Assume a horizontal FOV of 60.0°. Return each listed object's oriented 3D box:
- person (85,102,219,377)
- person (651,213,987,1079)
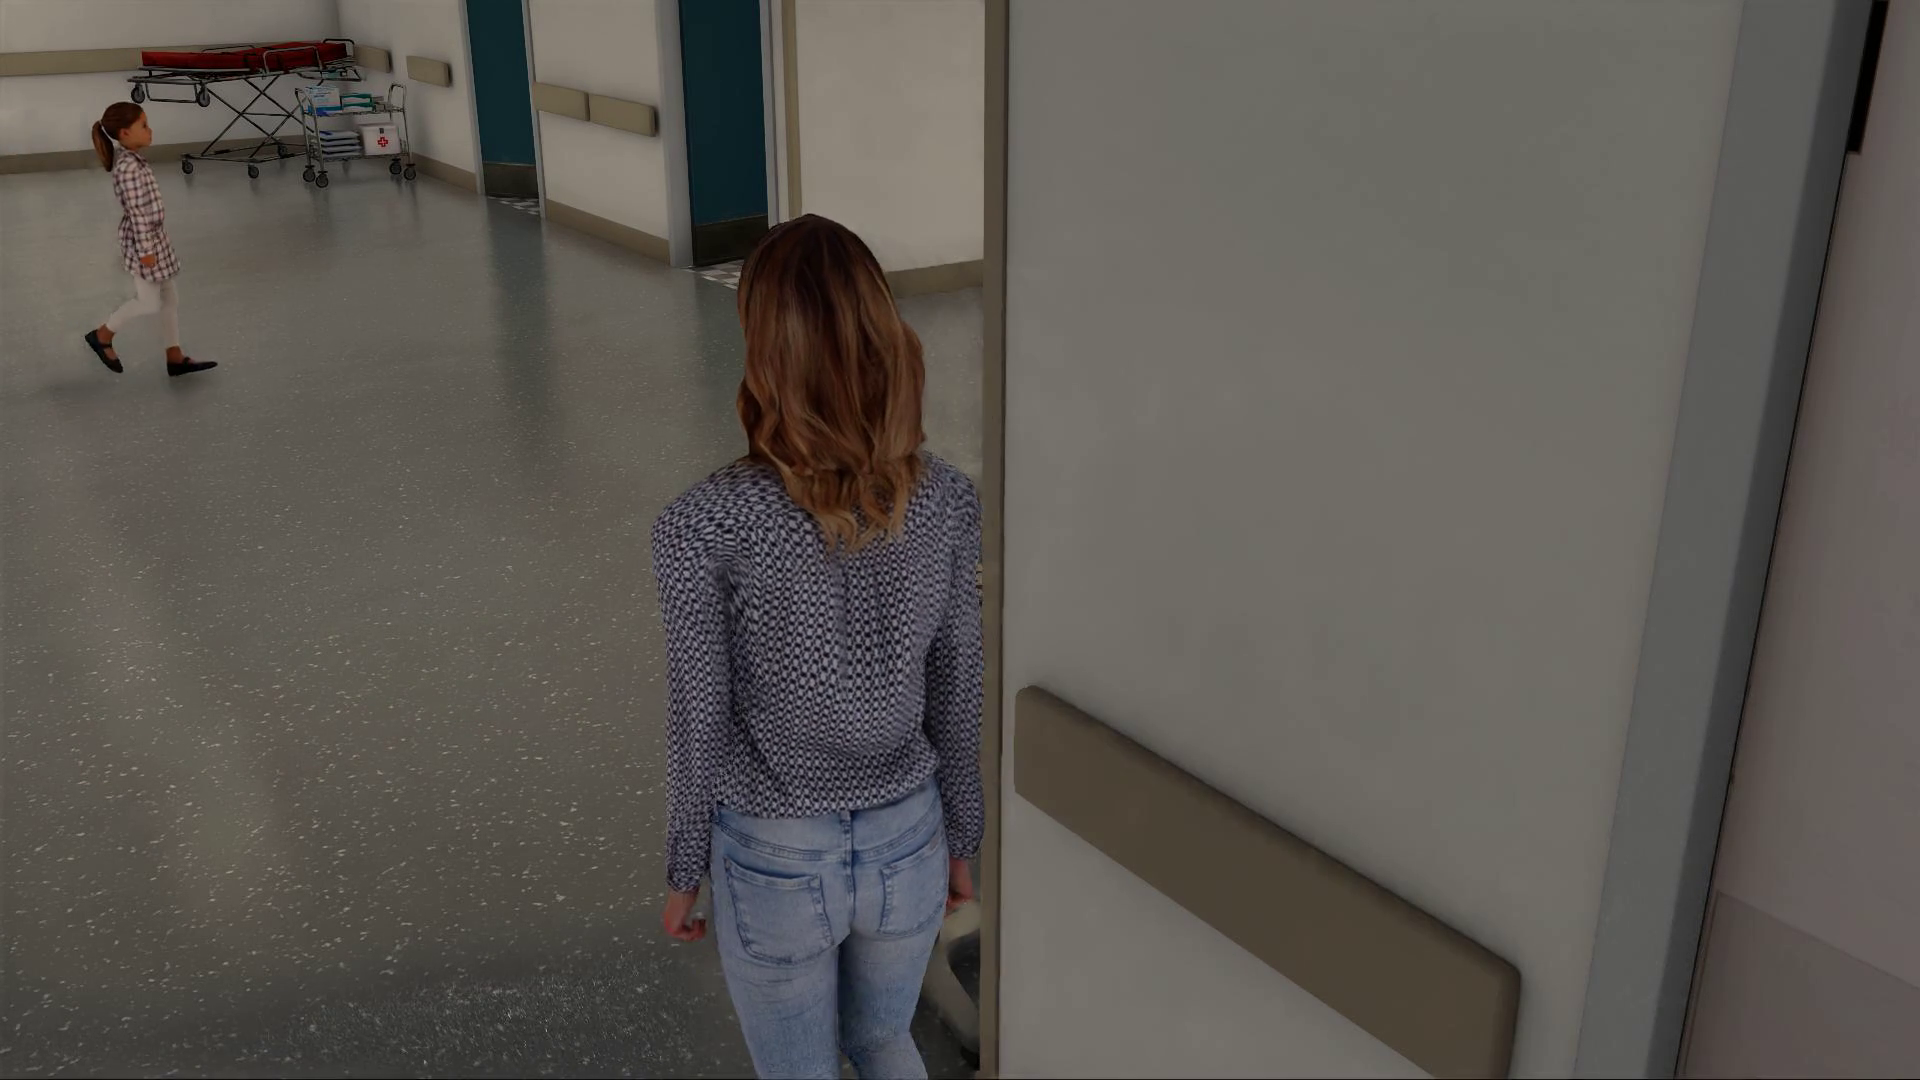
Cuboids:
[{"bbox_3d":[-3.915,-1.396,7.848,0.761,1.302,0.798,-5,21,-12],"label":"person"},{"bbox_3d":[-0.133,0.492,2.186,0.642,1.781,0.783,-11,23,-27],"label":"person"}]
